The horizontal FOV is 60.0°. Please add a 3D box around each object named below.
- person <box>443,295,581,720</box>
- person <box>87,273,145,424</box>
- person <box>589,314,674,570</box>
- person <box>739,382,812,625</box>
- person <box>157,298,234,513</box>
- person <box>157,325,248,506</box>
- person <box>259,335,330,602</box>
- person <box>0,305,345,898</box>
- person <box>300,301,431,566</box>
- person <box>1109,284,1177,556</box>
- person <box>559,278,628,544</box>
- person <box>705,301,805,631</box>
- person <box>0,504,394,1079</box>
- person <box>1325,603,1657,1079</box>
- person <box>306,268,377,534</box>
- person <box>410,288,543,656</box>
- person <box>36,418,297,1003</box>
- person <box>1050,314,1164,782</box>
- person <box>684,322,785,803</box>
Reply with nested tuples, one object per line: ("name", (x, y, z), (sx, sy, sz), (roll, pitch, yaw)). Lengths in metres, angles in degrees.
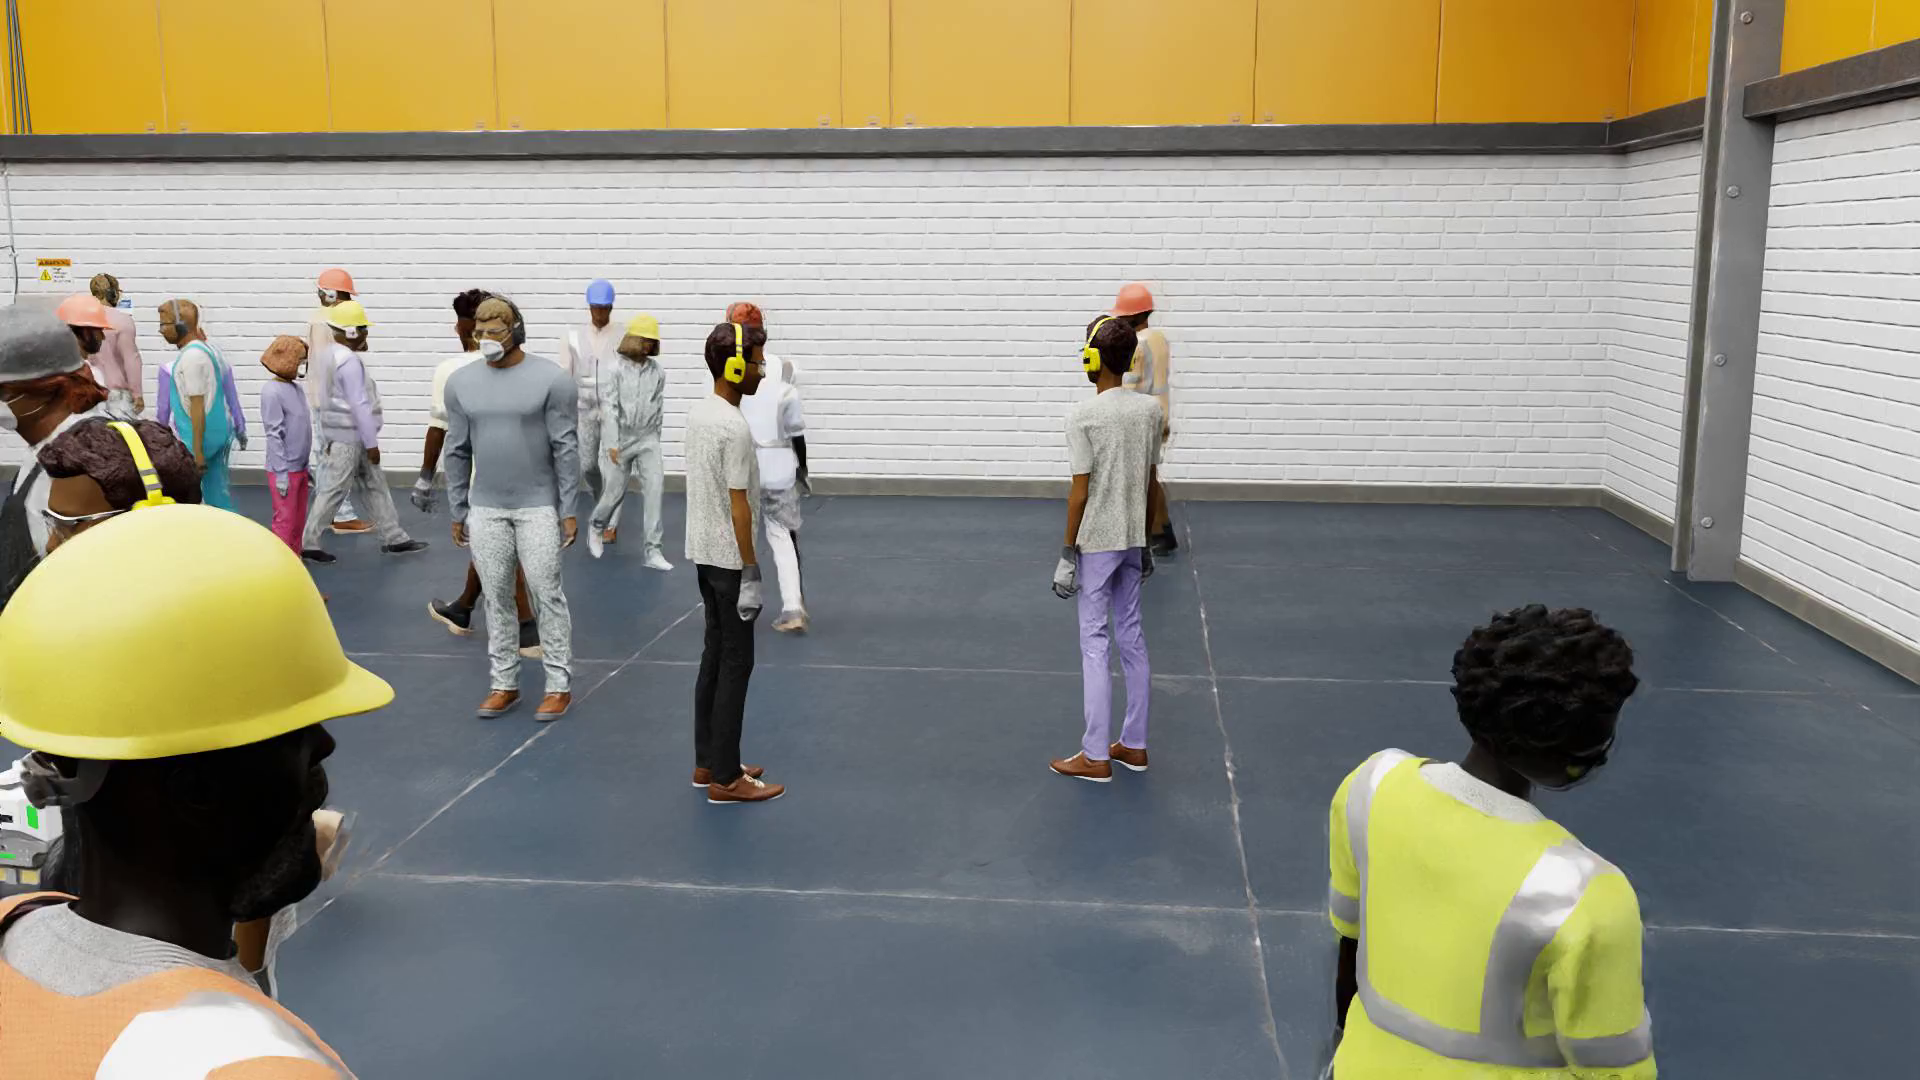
("person", (-2.027, -0.142, 7.555), (0.637, 1.930, 0.372), (1, 10, 7))
("person", (-6.956, -1.206, 13.608), (0.634, 1.937, 0.355), (3, 10, 16))
("person", (-2.236, -0.671, 11.215), (0.508, 1.703, 0.775), (-8, 13, -40))
("person", (-1.108, -0.314, 9.279), (0.588, 1.673, 0.378), (-2, 10, -11))
("person", (-4.860, -0.587, 10.377), (0.675, 1.821, 0.533), (-3, 10, -14))
("person", (-5.370, -0.731, 11.805), (0.417, 1.615, 0.524), (8, 13, 39))
("person", (-3.949, -0.395, 9.838), (0.284, 1.633, 0.498), (-1, 10, -4))
("person", (-2.357, 0.264, 4.899), (0.941, 2.000, 0.707), (-6, 11, -29))
("person", (-4.140, -0.722, 11.284), (0.919, 1.789, 0.609), (-5, 11, -28))
("person", (1.258, -0.811, 11.487), (0.405, 1.890, 0.635), (5, 11, 28))
("person", (-2.642, -0.967, 12.293), (0.617, 1.929, 0.815), (0, 10, -3))
("person", (-1.166, -0.410, 9.368), (0.580, 1.871, 0.767), (-5, 11, -29))
("person", (-0.632, 0.926, 1.432), (0.587, 1.928, 0.381), (8, 13, 39))
("person", (0.771, 0.880, 2.459), (0.391, 1.657, 0.565), (-8, 13, -38))
("person", (-4.700, -1.045, 12.554), (0.402, 1.985, 0.613), (-7, 12, -36))
("person", (-2.582, -0.364, 8.830), (0.990, 1.909, 0.627), (6, 12, 30))
("person", (-1.306, 0.719, 2.826), (0.512, 1.861, 0.325), (9, 13, 42))
("person", (0.586, 0.037, 6.688), (0.513, 1.872, 0.328), (-8, 13, -39))
("person", (-0.879, 0.094, 6.418), (0.341, 1.857, 0.524), (-5, 11, -28))
